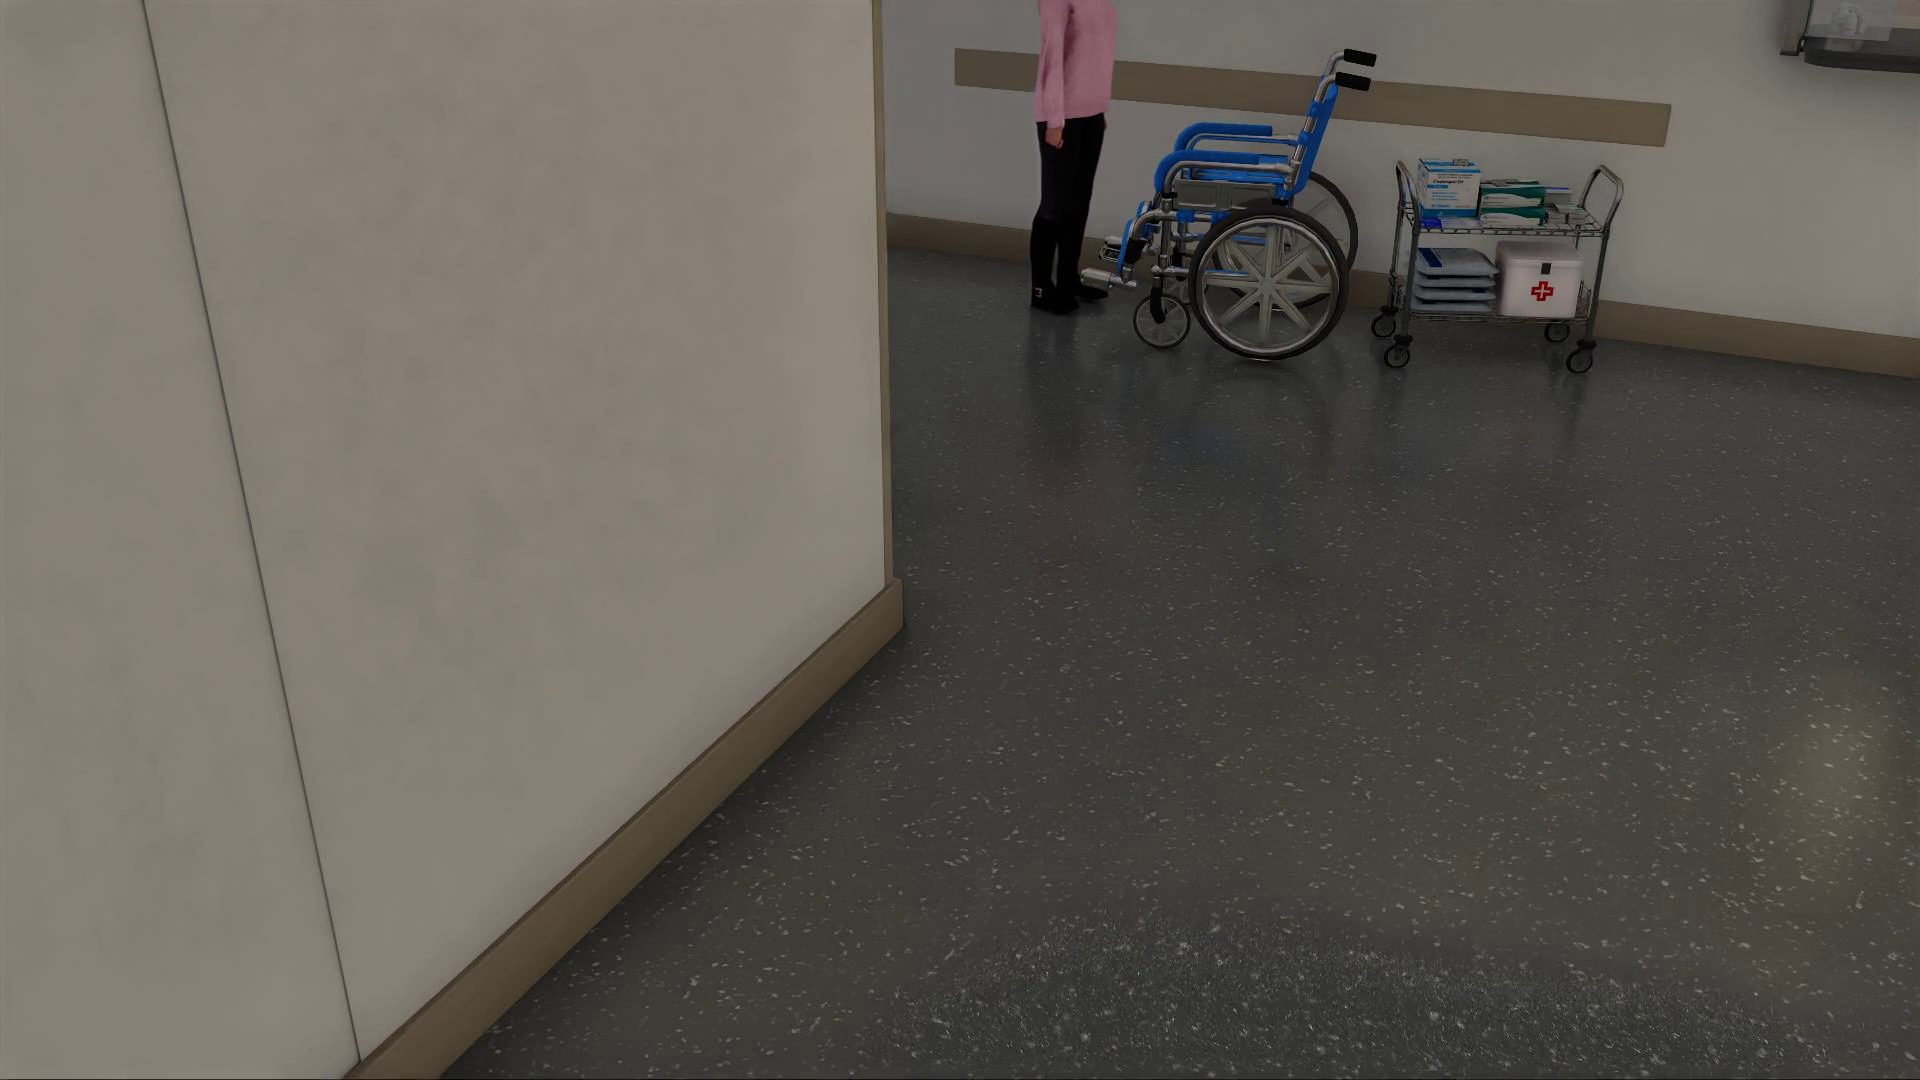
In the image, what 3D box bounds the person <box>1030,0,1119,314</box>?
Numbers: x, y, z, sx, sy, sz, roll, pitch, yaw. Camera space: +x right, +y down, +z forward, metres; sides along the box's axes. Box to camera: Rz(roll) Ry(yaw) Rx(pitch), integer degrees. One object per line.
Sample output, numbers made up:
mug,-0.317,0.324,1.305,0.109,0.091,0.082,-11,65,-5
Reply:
person,0.465,-1.841,7.181,0.672,1.686,0.513,15,30,29
